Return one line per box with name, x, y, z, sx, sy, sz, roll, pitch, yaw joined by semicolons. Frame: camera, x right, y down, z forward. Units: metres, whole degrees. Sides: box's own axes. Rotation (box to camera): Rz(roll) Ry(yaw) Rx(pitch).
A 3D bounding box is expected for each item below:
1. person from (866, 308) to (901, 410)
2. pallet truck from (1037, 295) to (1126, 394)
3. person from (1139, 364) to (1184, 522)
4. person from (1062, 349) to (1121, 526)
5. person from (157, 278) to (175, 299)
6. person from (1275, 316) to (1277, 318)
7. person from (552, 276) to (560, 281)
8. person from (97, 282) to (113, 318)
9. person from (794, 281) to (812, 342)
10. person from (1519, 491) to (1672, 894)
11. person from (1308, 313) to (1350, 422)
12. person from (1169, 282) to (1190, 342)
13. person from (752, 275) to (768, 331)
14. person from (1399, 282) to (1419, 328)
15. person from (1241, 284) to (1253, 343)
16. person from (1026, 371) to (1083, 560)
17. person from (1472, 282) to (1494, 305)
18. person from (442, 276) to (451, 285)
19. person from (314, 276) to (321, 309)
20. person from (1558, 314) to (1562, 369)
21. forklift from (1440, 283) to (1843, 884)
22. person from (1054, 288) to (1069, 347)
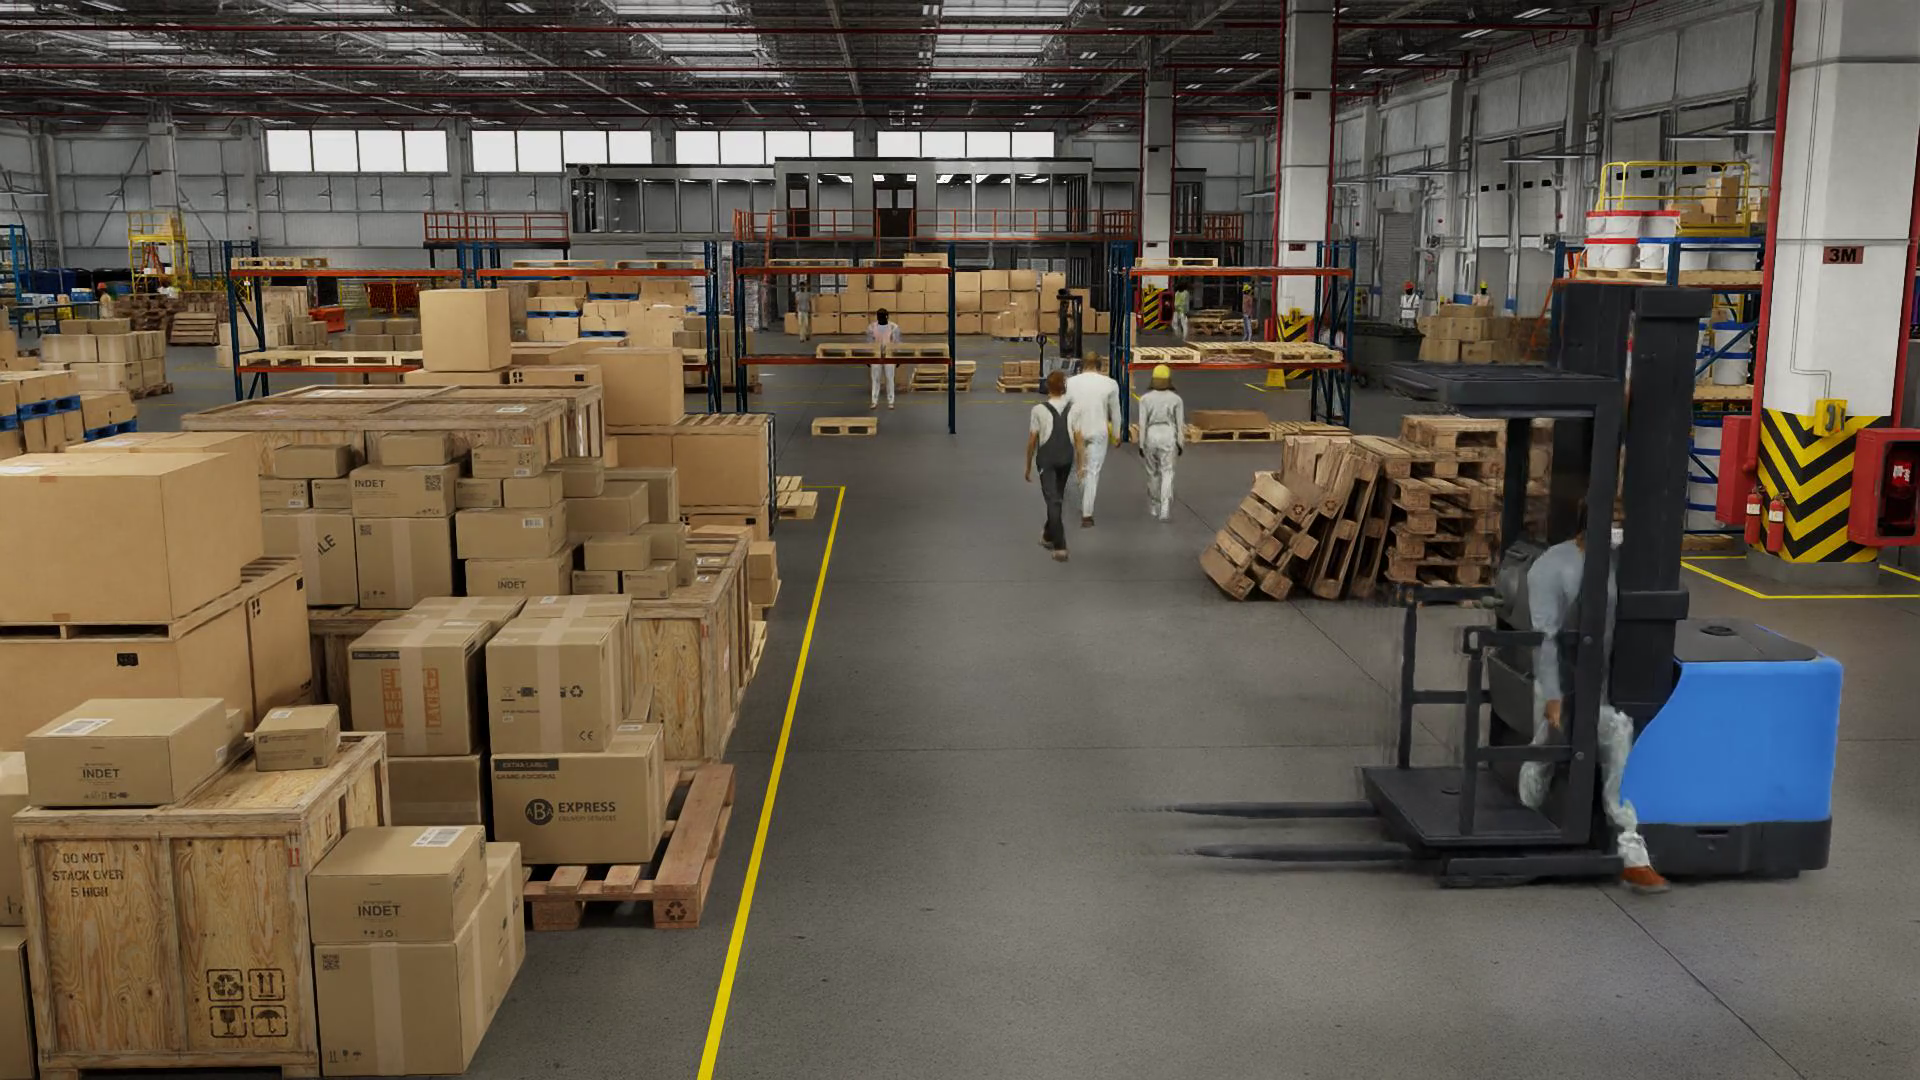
person;-1.396;-3.278;30.138;0.633;1.841;0.429;1;10;4
pallet truck;2.483;-3.881;33.060;1.885;1.965;0.823;-7;13;-36
person;2.199;-1.073;18.207;0.493;1.712;0.816;1;10;5
person;1.418;-1.121;18.019;0.639;1.885;1.037;3;11;17
person;-26.228;-7.737;55.011;0.593;1.838;0.976;0;10;0
person;11.194;-8.265;57.606;0.936;1.959;0.622;4;11;23
person;-14.495;-8.677;60.001;0.589;1.917;0.392;7;12;35
person;-23.978;-6.302;46.838;0.935;1.902;0.556;-1;10;-7
person;-4.762;-6.924;50.436;0.521;1.853;0.506;1;10;6
person;2.968;0.708;7.792;0.648;1.894;0.970;-3;11;-16
person;6.267;-2.941;28.211;0.709;1.861;0.590;8;13;38
person;6.619;-6.871;50.190;0.710;1.818;0.651;-8;13;-37
person;-6.967;-8.113;56.892;0.876;1.902;0.658;-5;11;-24
person;12.395;-6.168;45.995;0.542;1.928;0.374;9;14;43
person;8.556;-6.741;49.638;0.309;1.769;0.524;-3;11;-17
person;0.911;-0.731;16.088;0.524;1.799;0.951;-3;11;-15
person;15.086;-6.514;48.026;0.595;1.900;0.887;4;11;22
person;-16.838;-7.817;54.868;0.689;2.000;0.996;2;10;9
person;-25.251;-9.579;65.447;0.329;1.767;0.529;-7;12;-34
person;12.195;-3.958;33.542;0.614;1.984;0.419;-7;12;-35
forklift;3.202;0.154;8.121;1.873;2.768;1.129;0;10;-2
person;2.935;-6.404;47.955;0.352;1.691;0.552;4;11;22
